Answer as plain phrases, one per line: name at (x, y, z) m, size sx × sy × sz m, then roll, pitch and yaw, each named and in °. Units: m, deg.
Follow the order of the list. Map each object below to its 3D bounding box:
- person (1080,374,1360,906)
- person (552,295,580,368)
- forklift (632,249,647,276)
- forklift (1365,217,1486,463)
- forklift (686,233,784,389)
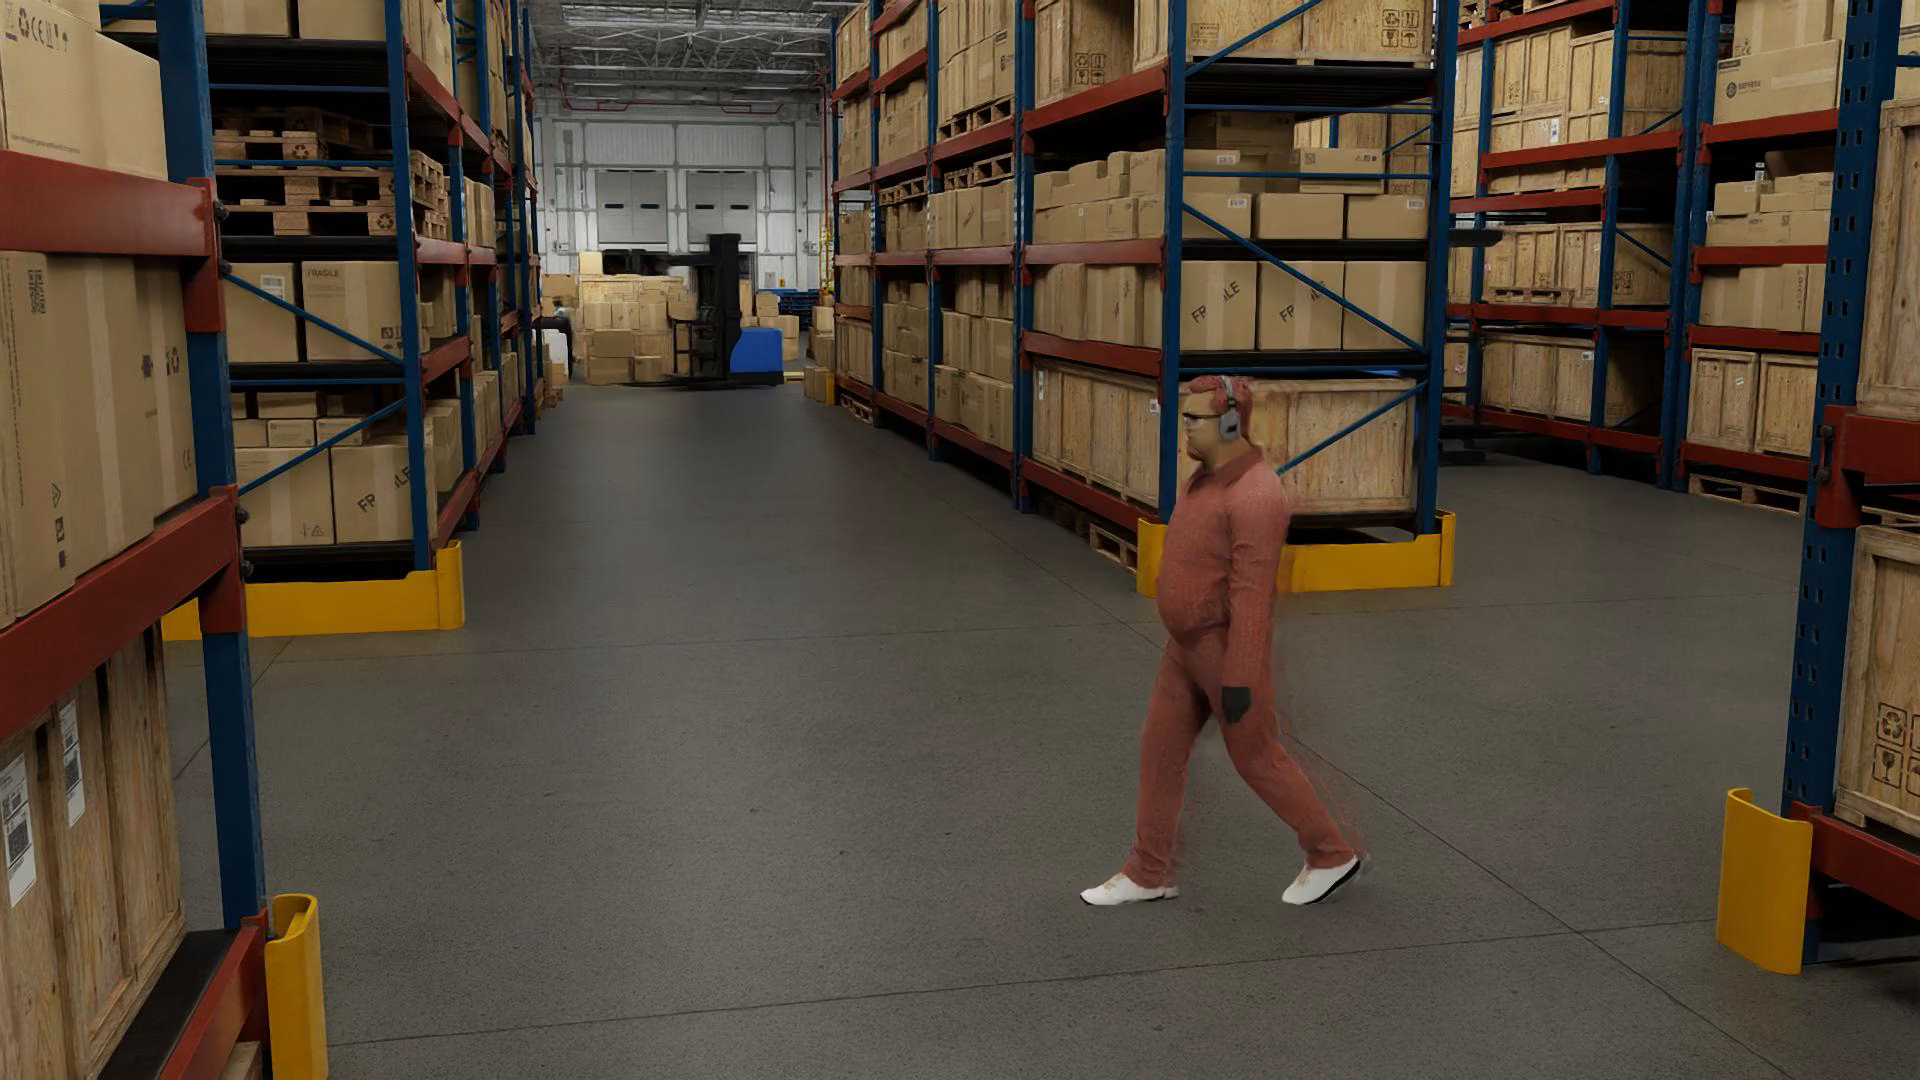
person at (0.946, 0.362, 5.704) m, size 0.959 × 1.871 × 0.653 m, roll -2°, pitch 10°, yaw -12°
person at (-8.569, -4.466, 35.897) m, size 0.668 × 1.620 × 0.523 m, roll -4°, pitch 10°, yaw -23°
forklift at (-10.652, -8.274, 55.253) m, size 1.873 × 2.768 × 1.129 m, roll -1°, pitch 9°, yaw -5°
forklift at (4.856, -2.286, 18.759) m, size 1.873 × 2.768 × 1.129 m, roll -2°, pitch 10°, yaw -12°
forklift at (-4.276, -4.206, 30.461) m, size 1.873 × 2.768 × 1.129 m, roll -4°, pitch 10°, yaw -25°
